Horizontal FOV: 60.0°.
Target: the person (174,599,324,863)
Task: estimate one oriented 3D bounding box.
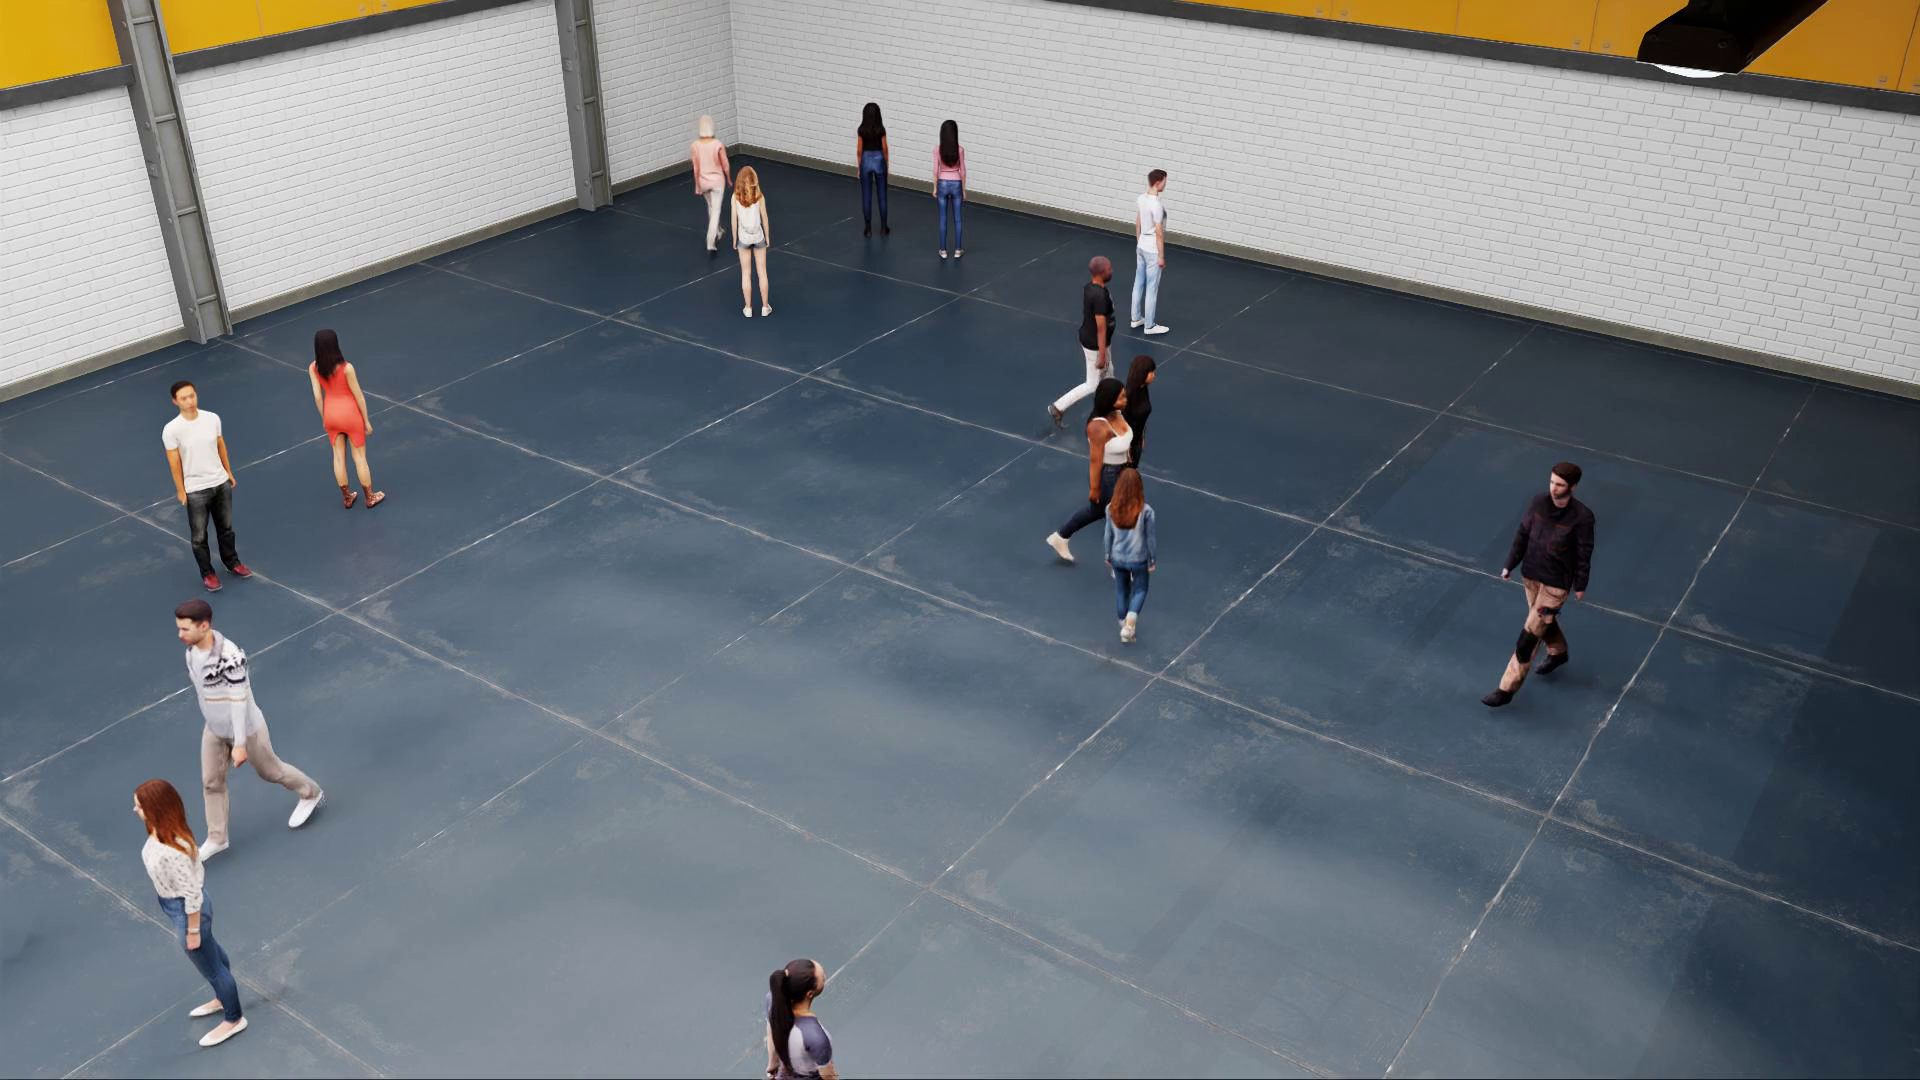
[{"bbox_3d":[-4.569,1.139,10.660,0.738,1.840,1.180,16,32,27],"label":"person"}]

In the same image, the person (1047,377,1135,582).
[{"bbox_3d":[1.123,-0.518,13.762,0.927,1.780,1.134,8,30,14],"label":"person"}]

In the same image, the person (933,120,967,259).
[{"bbox_3d":[-0.133,-4.434,20.981,0.656,1.741,0.678,1,29,1],"label":"person"}]

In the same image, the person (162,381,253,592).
[{"bbox_3d":[-6.208,-0.474,13.655,0.704,1.804,0.492,22,35,34],"label":"person"}]

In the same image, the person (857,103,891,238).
[{"bbox_3d":[-1.133,-4.836,21.721,0.662,1.738,0.701,-1,29,-2],"label":"person"}]

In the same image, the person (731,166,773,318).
[{"bbox_3d":[-2.394,-3.422,19.107,0.650,1.759,0.700,-3,29,-6],"label":"person"}]

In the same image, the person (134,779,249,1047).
[{"bbox_3d":[-4.237,2.024,9.156,0.626,1.728,0.646,-16,33,-27],"label":"person"}]

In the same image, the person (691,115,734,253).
[{"bbox_3d":[-3.171,-4.488,21.141,0.942,1.682,1.238,5,29,9],"label":"person"}]

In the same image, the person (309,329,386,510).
[{"bbox_3d":[-5.507,-1.079,14.853,0.671,1.719,0.693,1,29,2],"label":"person"}]

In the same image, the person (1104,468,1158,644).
[{"bbox_3d":[1.278,0.174,12.820,0.656,1.466,0.707,13,31,22],"label":"person"}]

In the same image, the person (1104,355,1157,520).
[{"bbox_3d":[1.408,-0.868,14.563,0.651,1.627,0.624,22,35,34],"label":"person"}]

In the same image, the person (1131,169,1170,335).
[{"bbox_3d":[2.132,-3.251,18.692,0.724,1.856,0.732,-13,31,-22],"label":"person"}]

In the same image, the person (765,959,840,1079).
[{"bbox_3d":[-0.826,2.713,8.012,1.086,1.613,0.828,-19,34,-31],"label":"person"}]

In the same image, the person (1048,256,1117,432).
[{"bbox_3d":[1.255,-1.893,16.281,1.151,1.782,1.107,-4,29,-7],"label":"person"}]

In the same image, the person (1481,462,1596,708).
[{"bbox_3d":[4.360,0.286,12.189,1.358,1.874,1.022,-18,33,-29],"label":"person"}]
